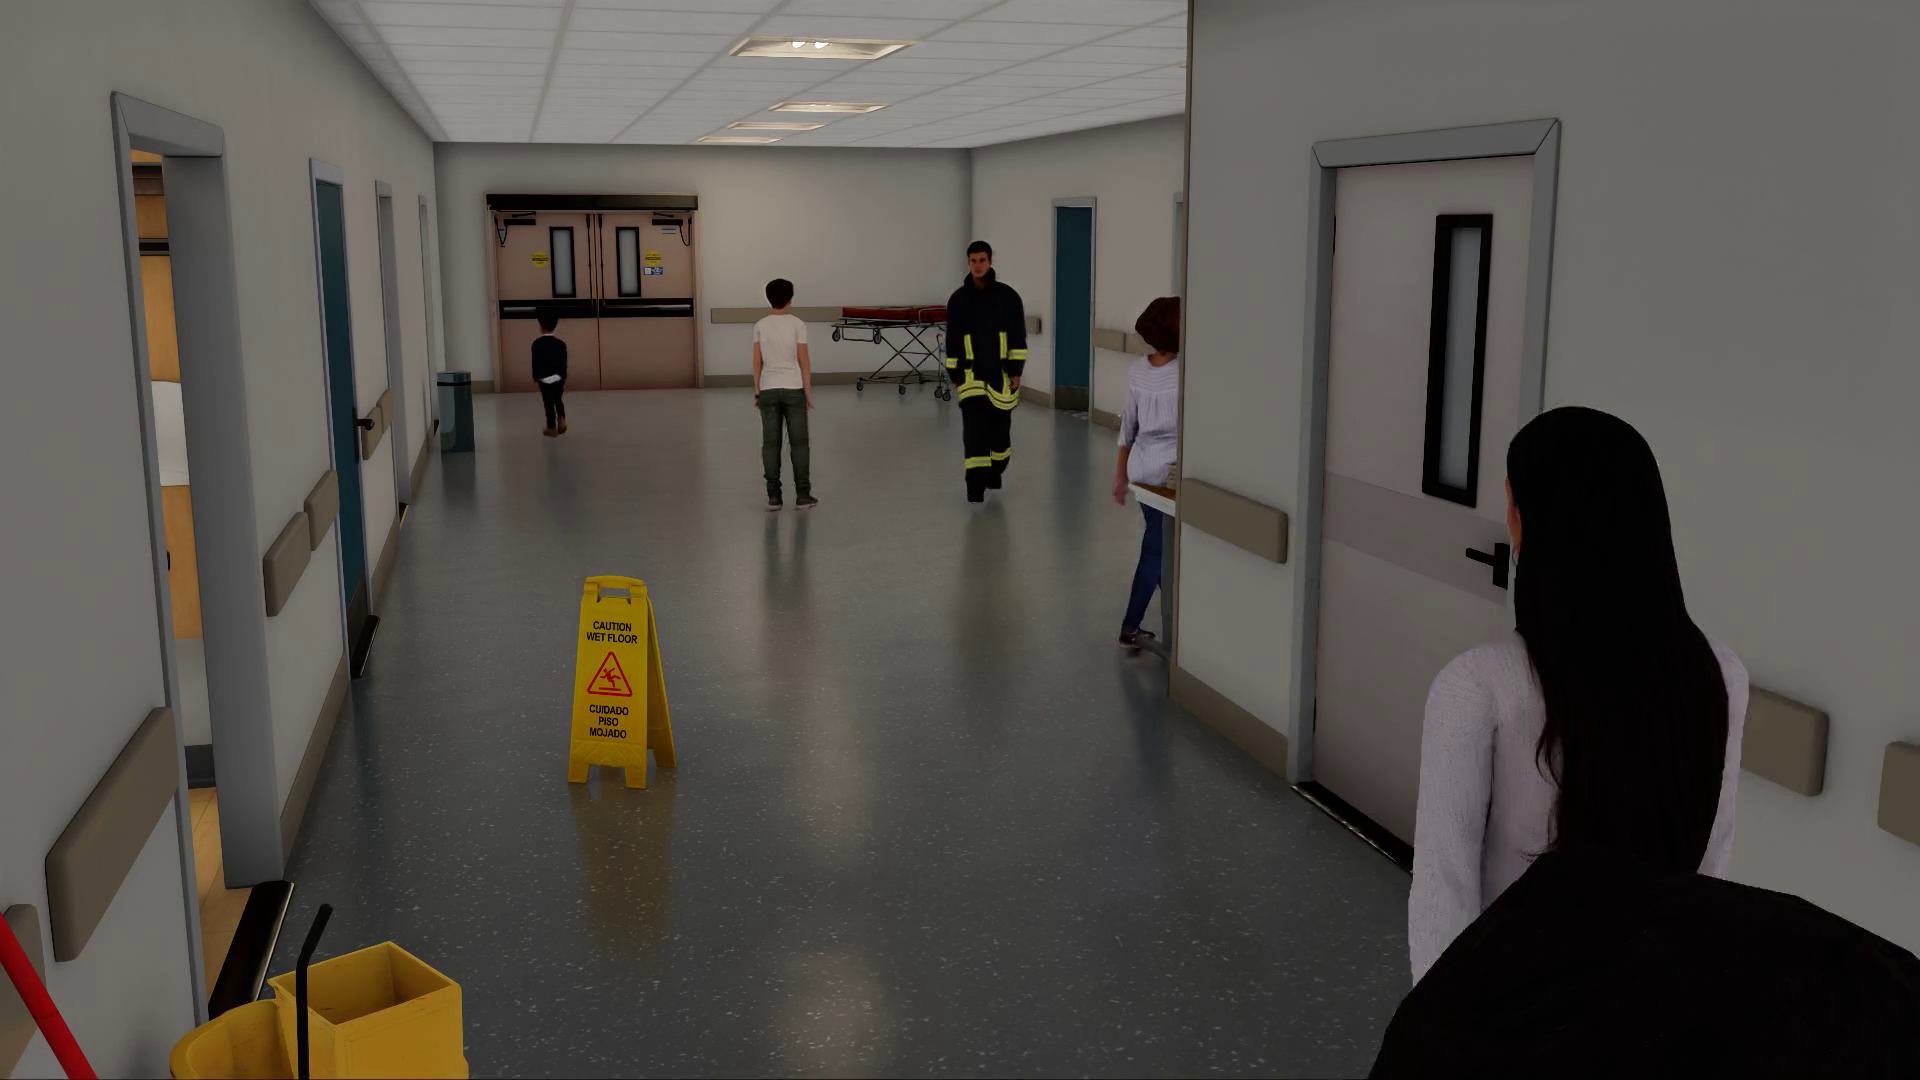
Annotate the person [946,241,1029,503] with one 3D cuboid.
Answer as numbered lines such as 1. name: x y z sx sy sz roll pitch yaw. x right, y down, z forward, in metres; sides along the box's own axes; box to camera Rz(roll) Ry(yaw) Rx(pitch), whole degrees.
1. person: 0.213 -1.225 12.291 0.992 1.877 1.341 0 11 1

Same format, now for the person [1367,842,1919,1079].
1. person: 0.189 0.989 0.746 0.786 1.831 1.170 0 11 -2

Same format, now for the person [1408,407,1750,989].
1. person: 0.823 0.743 2.150 0.686 1.792 0.944 -1 11 -7

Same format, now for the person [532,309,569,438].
1. person: -3.873 -1.587 15.854 0.591 1.221 0.625 -9 14 -40

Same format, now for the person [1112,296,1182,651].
1. person: 0.907 -0.296 7.937 1.074 1.674 1.014 10 15 43

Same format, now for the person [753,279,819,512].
1. person: -1.279 -1.040 11.914 0.682 1.654 0.689 1 11 4
